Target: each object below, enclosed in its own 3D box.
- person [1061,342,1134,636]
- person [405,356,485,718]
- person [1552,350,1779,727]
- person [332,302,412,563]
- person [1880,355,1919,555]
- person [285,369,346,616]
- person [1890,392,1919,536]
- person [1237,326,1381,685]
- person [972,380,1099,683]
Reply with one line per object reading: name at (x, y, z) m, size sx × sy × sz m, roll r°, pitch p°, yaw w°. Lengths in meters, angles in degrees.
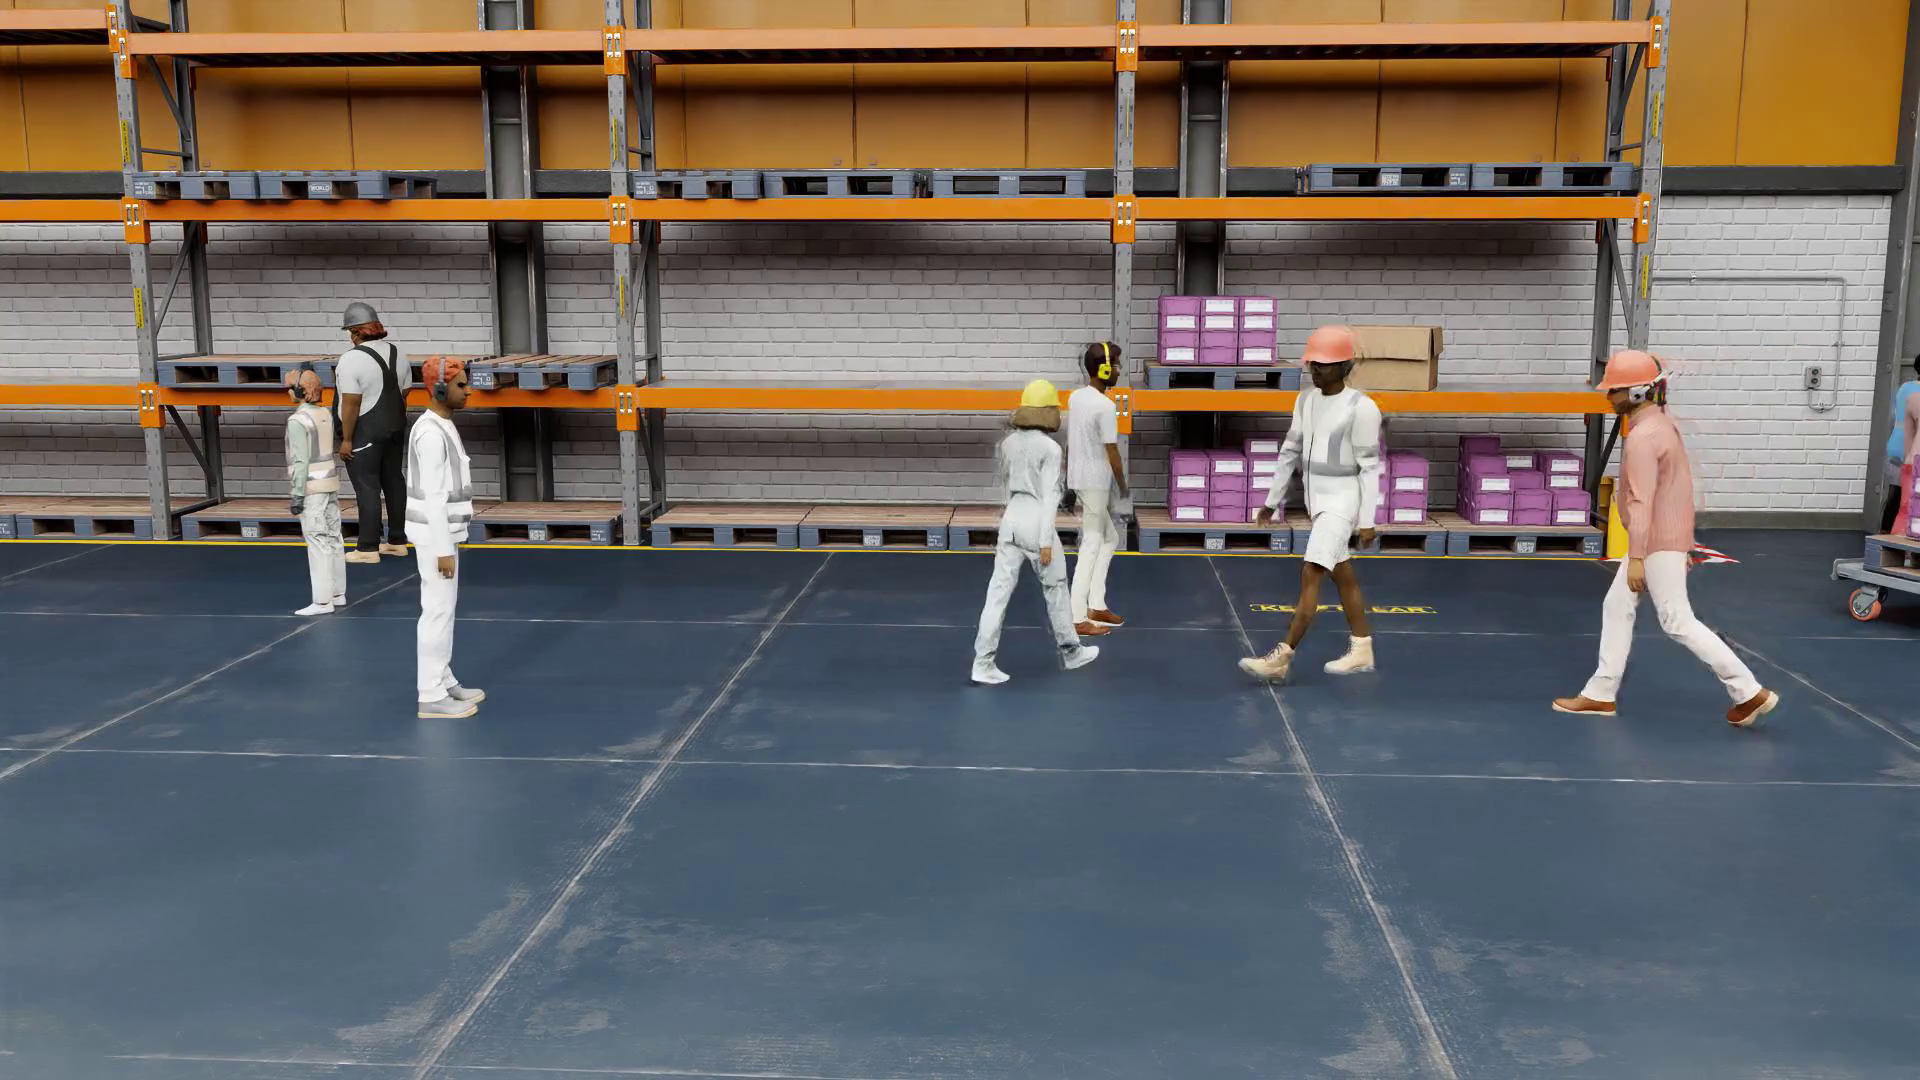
person at (0.918, -0.309, 10.399) m, size 0.623 × 1.848 × 0.577 m, roll -4°, pitch 10°, yaw -20°
person at (-2.683, -0.012, 8.620) m, size 0.358 × 1.877 × 0.578 m, roll -2°, pitch 10°, yaw -12°
person at (3.600, 0.014, 8.347) m, size 1.005 × 1.930 × 0.624 m, roll 5°, pitch 11°, yaw 25°
person at (-4.636, -0.847, 12.999) m, size 0.538 × 2.000 × 0.681 m, roll 4°, pitch 10°, yaw 22°
person at (7.552, -0.691, 13.177) m, size 0.331 × 1.662 × 0.587 m, roll 0°, pitch 10°, yaw 1°
person at (-4.291, -0.315, 11.051) m, size 0.315 × 1.641 × 0.514 m, roll 1°, pitch 10°, yaw 3°
person at (7.049, -0.524, 12.042) m, size 0.909 × 1.720 × 0.526 m, roll -6°, pitch 11°, yaw -31°
person at (1.958, -0.184, 9.248) m, size 1.033 × 1.988 × 0.627 m, roll -3°, pitch 10°, yaw -19°
person at (0.405, -0.054, 9.365) m, size 0.919 × 1.688 × 0.493 m, roll -9°, pitch 13°, yaw -44°
